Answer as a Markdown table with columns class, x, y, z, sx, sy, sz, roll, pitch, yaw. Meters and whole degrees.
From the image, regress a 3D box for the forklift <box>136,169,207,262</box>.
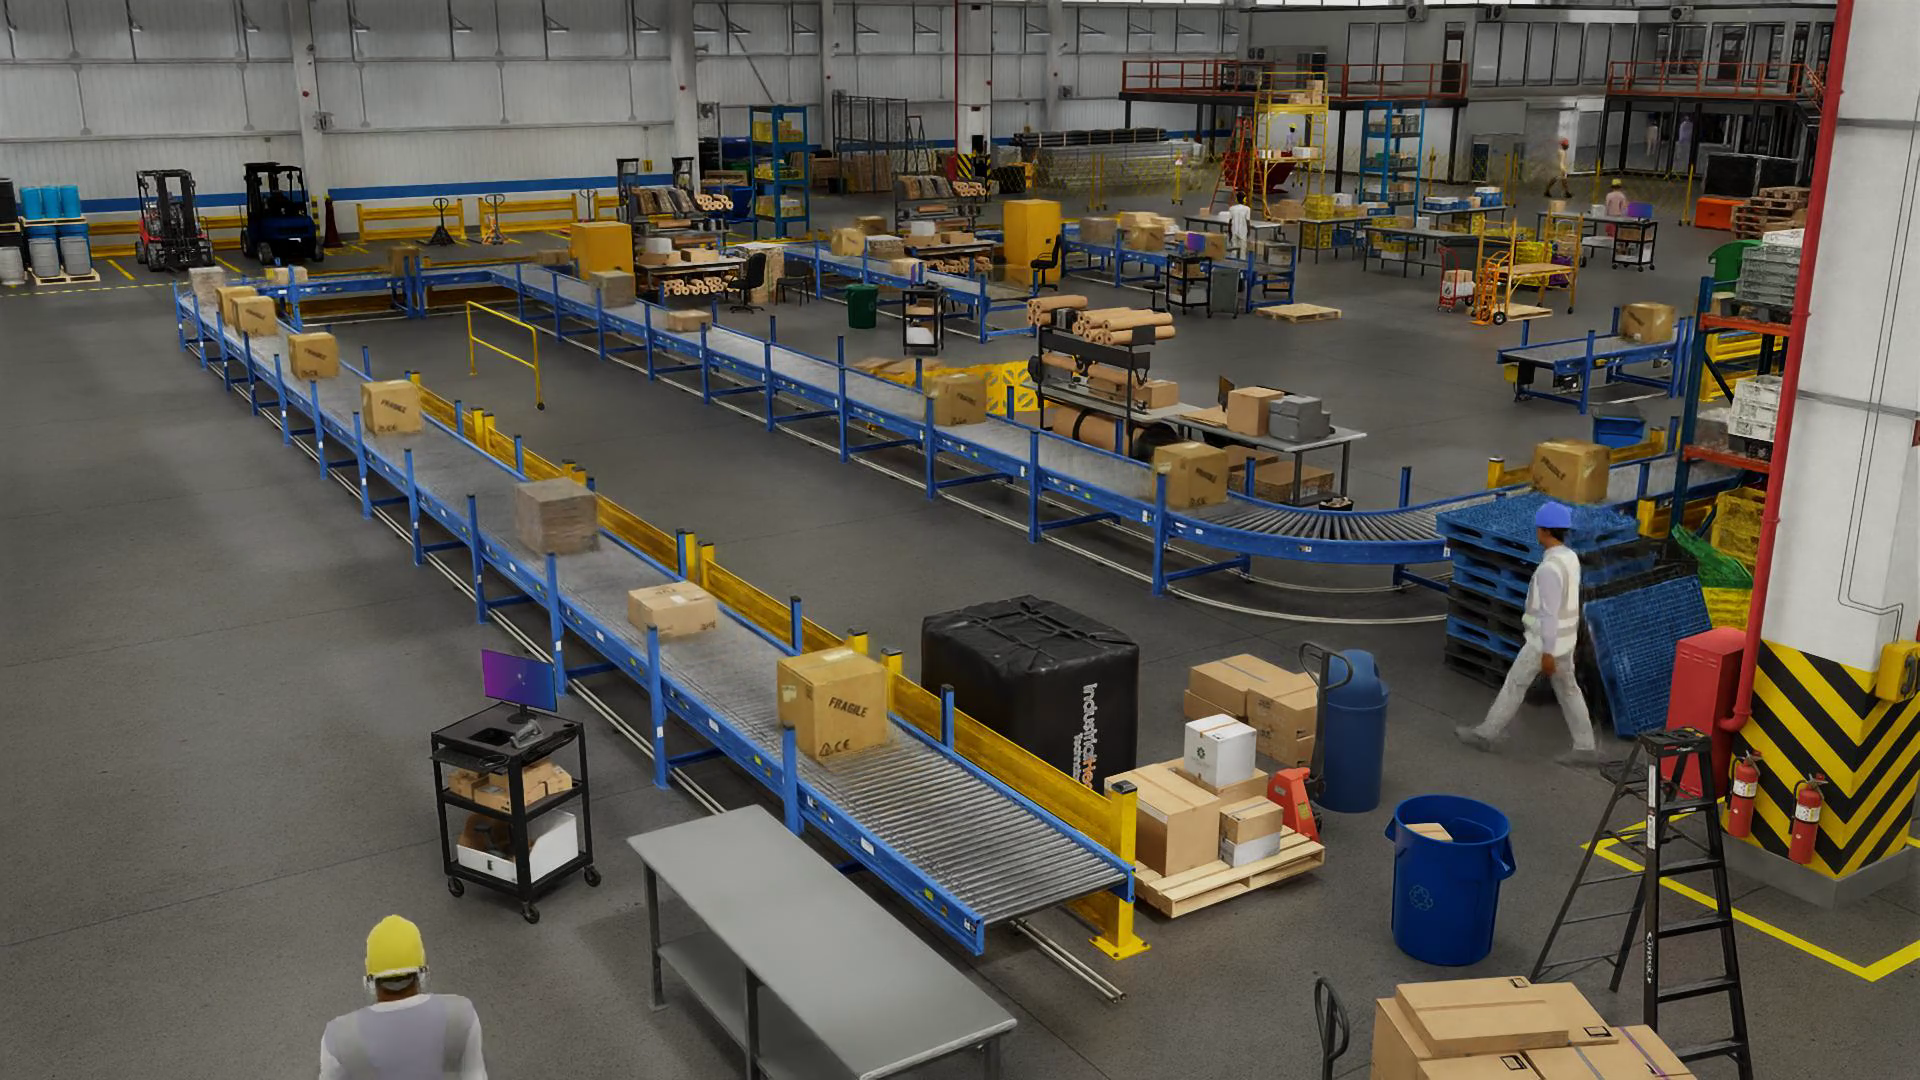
| class | x | y | z | sx | sy | sz | roll | pitch | yaw |
| --- | --- | --- | --- | --- | --- | --- | --- | --- | --- |
| forklift | -17.842 | -7.318 | 37.559 | 1.157 | 1.987 | 2.680 | -10 | 20 | -31 |

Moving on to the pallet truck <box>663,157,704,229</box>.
| class | x | y | z | sx | sy | sz | roll | pitch | yaw |
| --- | --- | --- | --- | --- | --- | --- | --- | --- | --- |
| pallet truck | -7.586 | -9.308 | 44.692 | 0.823 | 1.965 | 1.885 | -11 | 20 | -33 |

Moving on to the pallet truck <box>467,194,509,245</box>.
| class | x | y | z | sx | sy | sz | roll | pitch | yaw |
| --- | --- | --- | --- | --- | --- | --- | --- | --- | --- |
| pallet truck | -11.983 | -8.177 | 42.137 | 0.704 | 1.261 | 1.522 | -11 | 20 | -33 |

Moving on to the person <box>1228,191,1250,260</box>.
| class | x | y | z | sx | sy | sz | roll | pitch | yaw |
| --- | --- | --- | --- | --- | --- | --- | --- | --- | --- |
| person | 6.005 | -6.547 | 35.727 | 0.515 | 1.871 | 0.329 | 9 | 19 | 28 |

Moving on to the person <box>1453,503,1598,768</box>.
| class | x | y | z | sx | sy | sz | roll | pitch | yaw |
| --- | --- | --- | --- | --- | --- | --- | --- | --- | --- |
| person | 4.105 | 0.665 | 11.703 | 1.015 | 1.883 | 0.616 | 11 | 20 | 33 |

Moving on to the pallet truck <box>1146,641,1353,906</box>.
| class | x | y | z | sx | sy | sz | roll | pitch | yaw |
| --- | --- | --- | --- | --- | --- | --- | --- | --- | --- |
| pallet truck | 1.664 | 1.407 | 10.232 | 1.630 | 1.274 | 0.653 | -10 | 20 | -31 |

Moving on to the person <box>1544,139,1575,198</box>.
| class | x | y | z | sx | sy | sz | roll | pitch | yaw |
| --- | --- | --- | --- | --- | --- | --- | --- | --- | --- |
| person | 19.548 | -12.077 | 54.112 | 1.012 | 1.892 | 0.545 | 15 | 22 | 41 |

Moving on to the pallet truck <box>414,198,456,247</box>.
| class | x | y | z | sx | sy | sz | roll | pitch | yaw |
| --- | --- | --- | --- | --- | --- | --- | --- | --- | --- |
| pallet truck | -13.250 | -8.060 | 41.856 | 0.680 | 1.201 | 1.601 | -10 | 20 | -31 |

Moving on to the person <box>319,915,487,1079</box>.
| class | x | y | z | sx | sy | sz | roll | pitch | yaw |
| --- | --- | --- | --- | --- | --- | --- | --- | --- | --- |
| person | -2.171 | 2.278 | 6.497 | 0.596 | 1.779 | 0.935 | -9 | 19 | -28 |

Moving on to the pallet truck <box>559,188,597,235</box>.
| class | x | y | z | sx | sy | sz | roll | pitch | yaw |
| --- | --- | --- | --- | --- | --- | --- | --- | --- | --- |
| pallet truck | -10.010 | -8.652 | 43.699 | 0.653 | 1.274 | 1.630 | -10 | 20 | -31 |

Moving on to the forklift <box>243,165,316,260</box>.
| class | x | y | z | sx | sy | sz | roll | pitch | yaw |
| --- | --- | --- | --- | --- | --- | --- | --- | --- | --- |
| forklift | -15.898 | -7.669 | 38.708 | 1.157 | 1.987 | 2.680 | -11 | 20 | -33 |

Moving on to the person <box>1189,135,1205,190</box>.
| class | x | y | z | sx | sy | sz | roll | pitch | yaw |
| --- | --- | --- | --- | --- | --- | --- | --- | --- | --- |
| person | 8.103 | -12.943 | 57.041 | 0.584 | 1.858 | 0.860 | 8 | 19 | 25 |

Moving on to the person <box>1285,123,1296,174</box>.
| class | x | y | z | sx | sy | sz | roll | pitch | yaw |
| --- | --- | --- | --- | --- | --- | --- | --- | --- | --- |
| person | 12.677 | -15.016 | 63.815 | 0.383 | 1.923 | 0.588 | 5 | 18 | 18 |

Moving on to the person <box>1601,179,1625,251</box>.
| class | x | y | z | sx | sy | sz | roll | pitch | yaw |
| --- | --- | --- | --- | --- | --- | --- | --- | --- | --- |
| person | 15.909 | -7.899 | 40.438 | 0.531 | 1.739 | 0.737 | -5 | 17 | -17 |

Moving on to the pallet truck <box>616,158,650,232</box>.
| class | x | y | z | sx | sy | sz | roll | pitch | yaw |
| --- | --- | --- | --- | --- | --- | --- | --- | --- | --- |
| pallet truck | -8.918 | -9.176 | 44.255 | 0.823 | 1.965 | 1.885 | -9 | 19 | -27 |

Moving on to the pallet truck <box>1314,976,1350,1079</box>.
| class | x | y | z | sx | sy | sz | roll | pitch | yaw |
| --- | --- | --- | --- | --- | --- | --- | --- | --- | --- |
| pallet truck | 2.299 | 2.390 | 7.086 | 1.601 | 1.201 | 0.680 | -2 | 17 | -7 |
